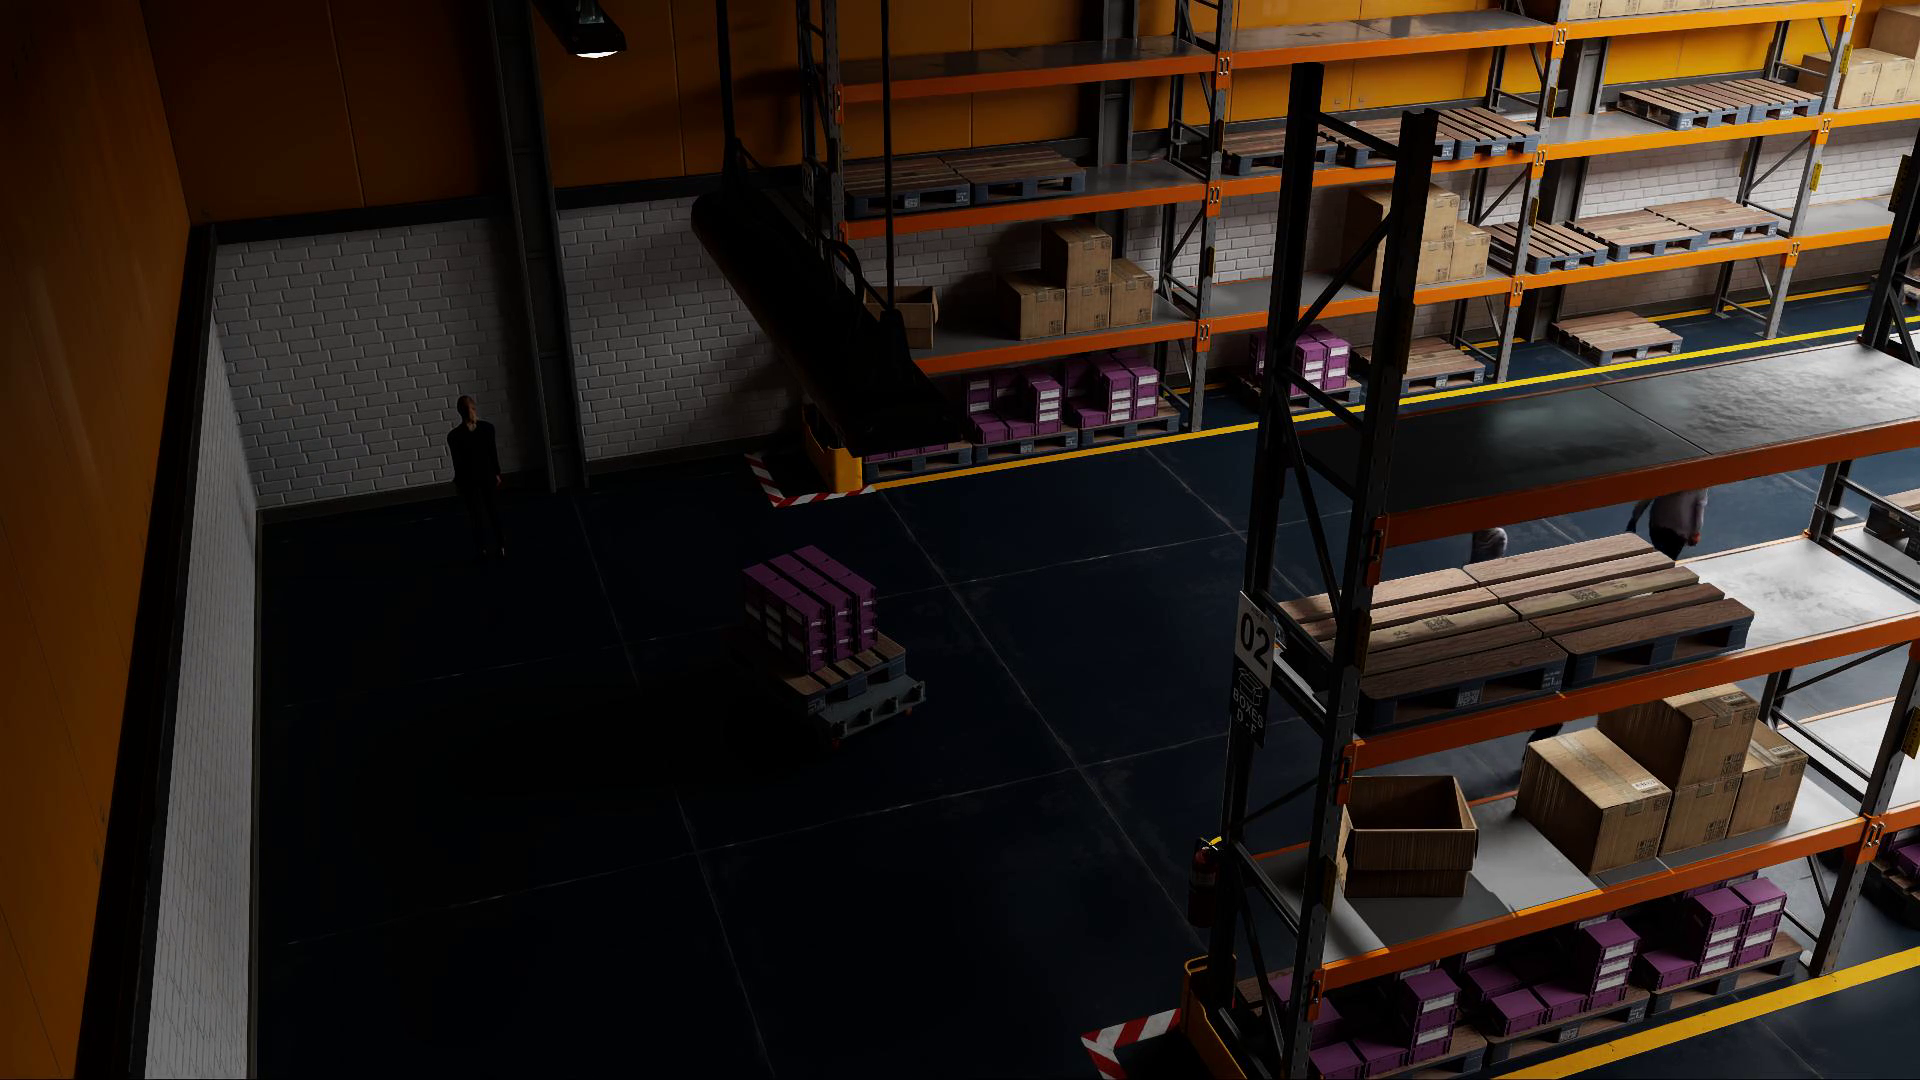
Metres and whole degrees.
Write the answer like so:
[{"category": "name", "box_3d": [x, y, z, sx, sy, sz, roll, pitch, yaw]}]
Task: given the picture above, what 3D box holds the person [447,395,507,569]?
[{"category": "person", "box_3d": [-4.449, -0.544, 15.359, 0.576, 1.707, 0.725, -19, 34, -31]}]
